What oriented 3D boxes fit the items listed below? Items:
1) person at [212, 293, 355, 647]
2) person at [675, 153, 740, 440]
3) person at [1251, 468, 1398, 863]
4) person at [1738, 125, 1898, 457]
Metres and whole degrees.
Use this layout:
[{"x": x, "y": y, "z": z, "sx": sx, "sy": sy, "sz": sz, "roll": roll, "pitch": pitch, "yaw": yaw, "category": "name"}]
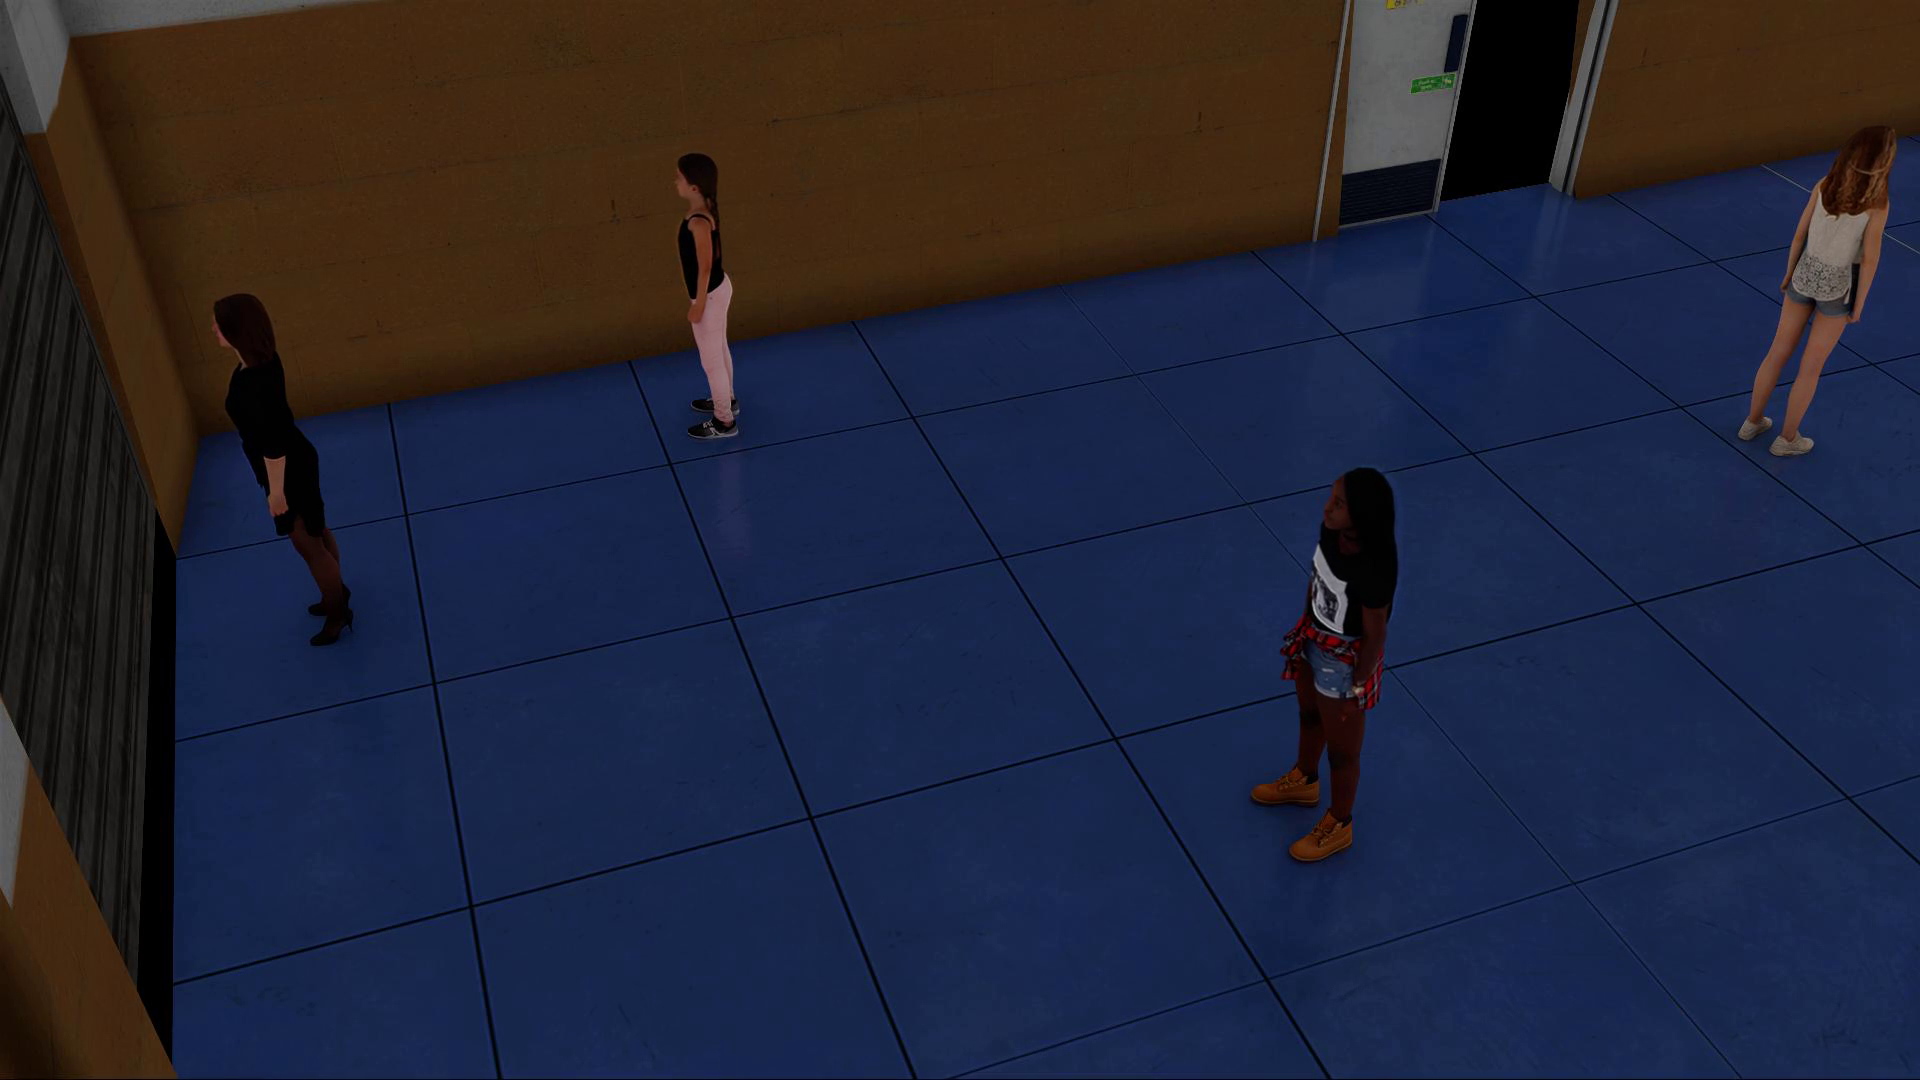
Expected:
[{"x": -2.864, "y": -0.290, "z": 7.100, "sx": 0.650, "sy": 1.707, "sz": 0.440, "roll": -10, "pitch": 38, "yaw": -14, "category": "person"}, {"x": -1.289, "y": -1.252, "z": 8.512, "sx": 0.652, "sy": 1.566, "sz": 0.549, "roll": 0, "pitch": 37, "yaw": 0, "category": "person"}, {"x": 1.380, "y": 0.455, "z": 6.104, "sx": 0.678, "sy": 1.727, "sz": 0.544, "roll": -10, "pitch": 38, "yaw": -13, "category": "person"}, {"x": 4.302, "y": -1.236, "z": 8.331, "sx": 0.683, "sy": 1.758, "sz": 0.511, "roll": -21, "pitch": 42, "yaw": -25, "category": "person"}]
